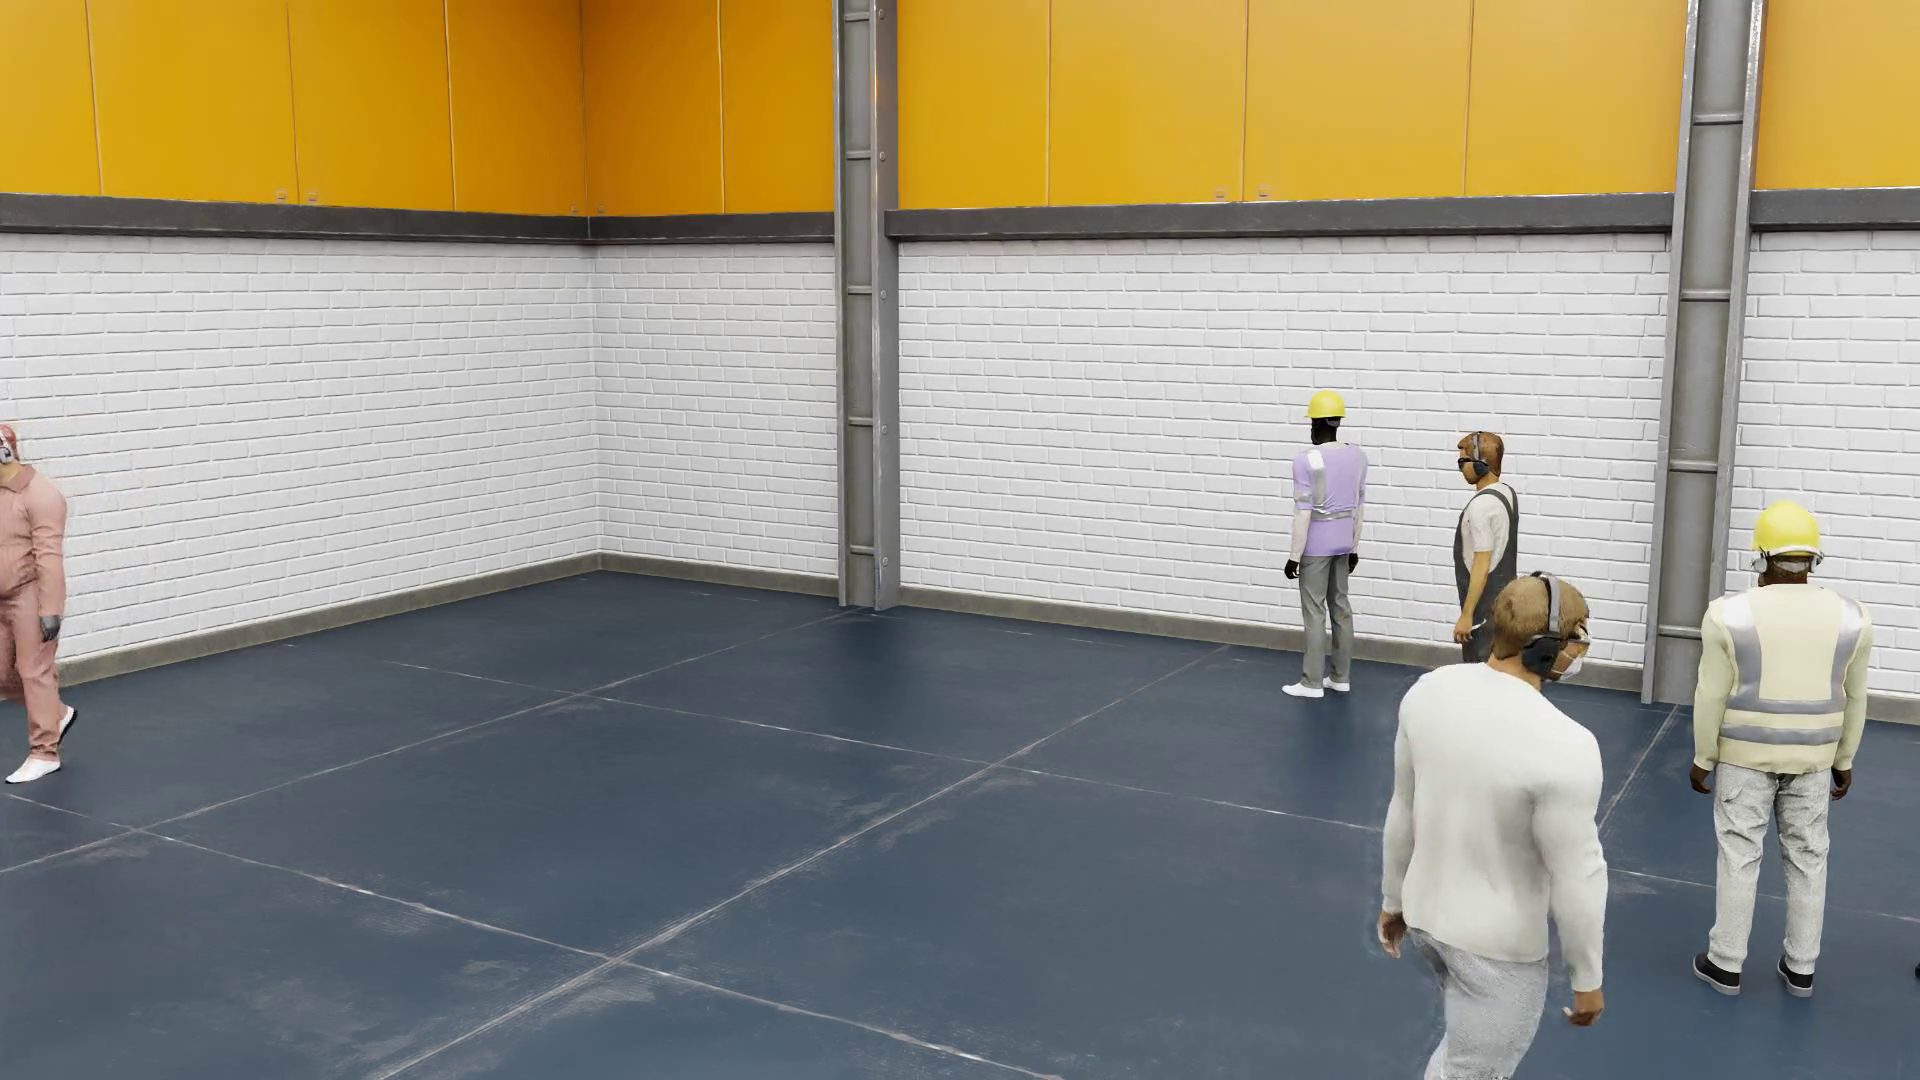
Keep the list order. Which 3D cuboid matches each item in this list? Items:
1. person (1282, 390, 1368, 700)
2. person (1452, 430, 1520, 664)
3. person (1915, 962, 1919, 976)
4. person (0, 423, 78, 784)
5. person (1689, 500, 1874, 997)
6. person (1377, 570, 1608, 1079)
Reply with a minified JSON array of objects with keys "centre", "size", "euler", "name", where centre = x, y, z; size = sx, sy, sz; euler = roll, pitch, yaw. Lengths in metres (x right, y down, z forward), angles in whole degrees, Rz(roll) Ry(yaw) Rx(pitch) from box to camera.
[{"centre":[2.262,0.032,10.370],"size":[0.594,1.926,0.368],"euler":[-6,11,-33],"name":"person"},{"centre":[2.714,0.348,8.673],"size":[0.344,1.841,0.504],"euler":[6,11,34],"name":"person"},{"centre":[3.817,0.729,5.992],"size":[0.354,1.939,0.545],"euler":[-3,10,-19],"name":"person"},{"centre":[-4.918,0.313,8.741],"size":[0.664,1.889,0.488],"euler":[4,10,22],"name":"person"},{"centre":[2.971,0.767,6.080],"size":[0.590,1.833,0.404],"euler":[1,9,6],"name":"person"},{"centre":[1.360,1.017,4.263],"size":[0.495,1.915,0.653],"euler":[-4,10,-22],"name":"person"}]
